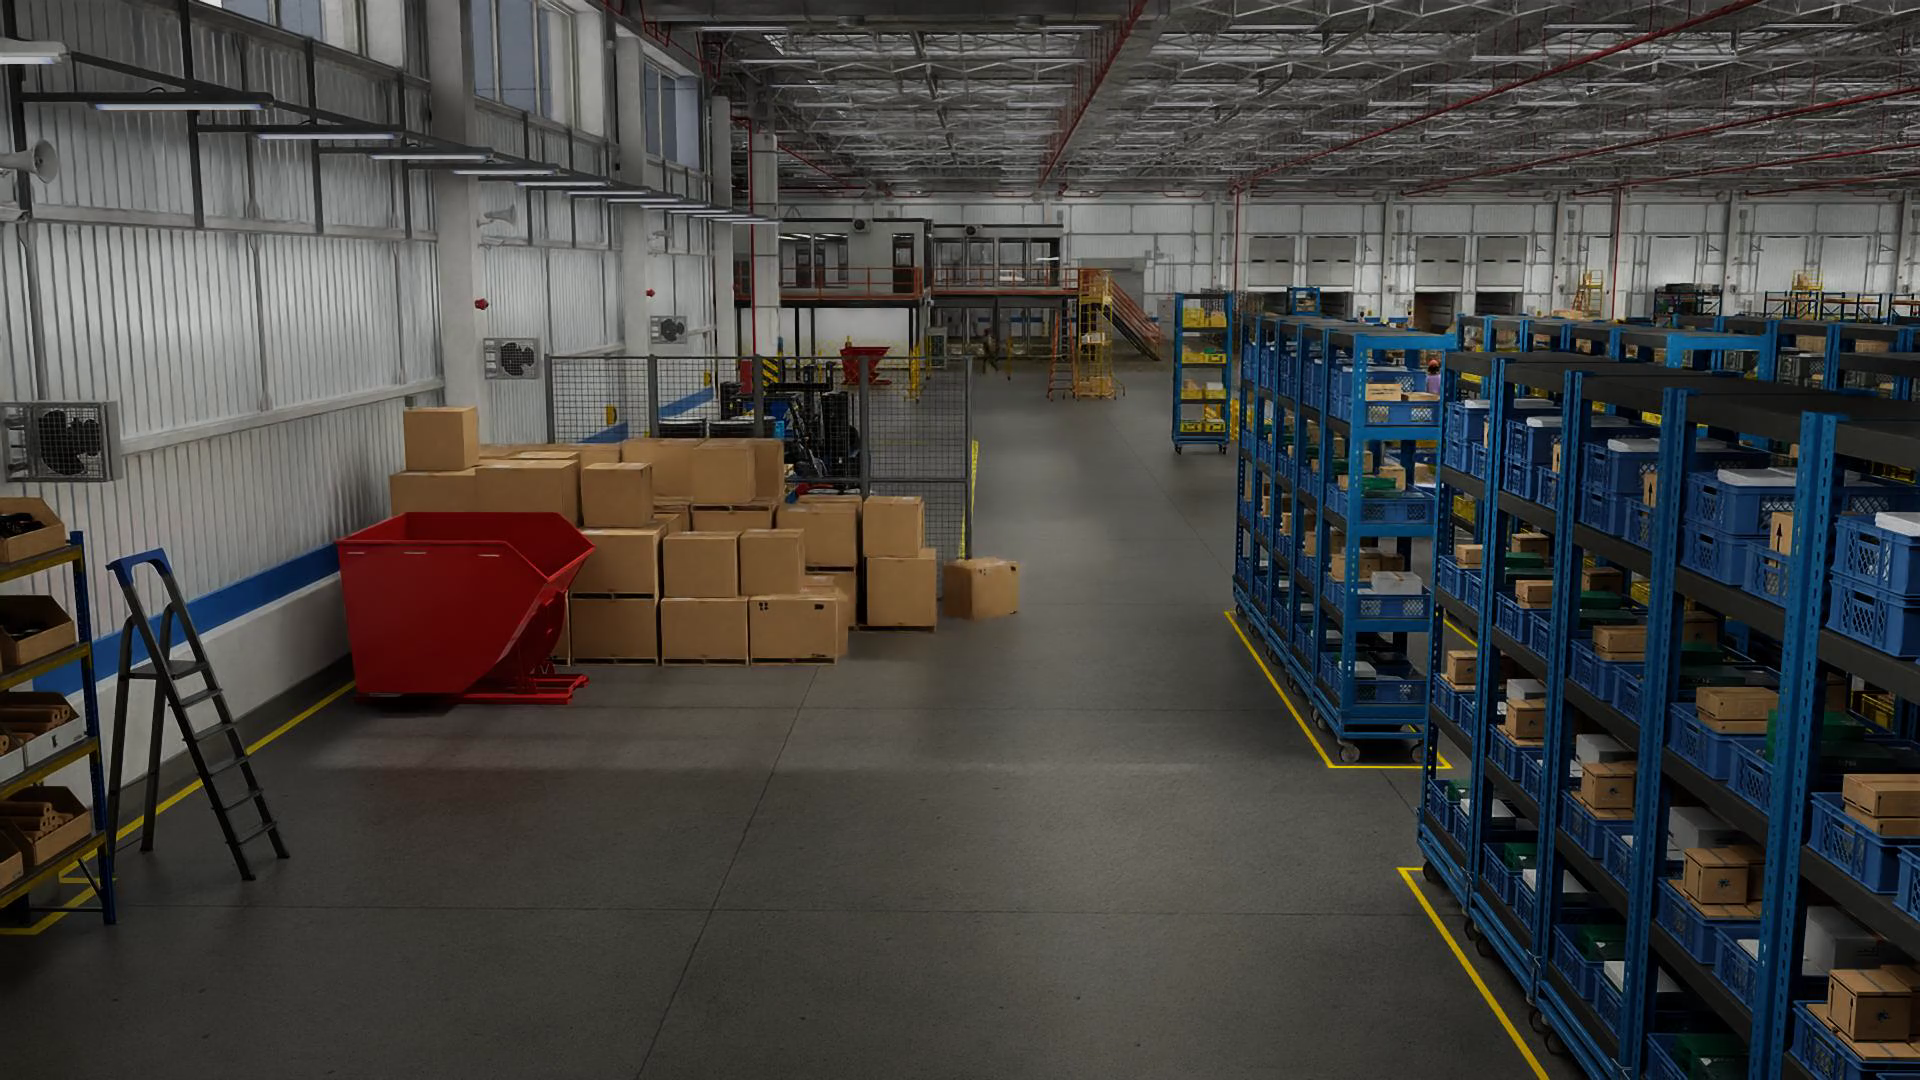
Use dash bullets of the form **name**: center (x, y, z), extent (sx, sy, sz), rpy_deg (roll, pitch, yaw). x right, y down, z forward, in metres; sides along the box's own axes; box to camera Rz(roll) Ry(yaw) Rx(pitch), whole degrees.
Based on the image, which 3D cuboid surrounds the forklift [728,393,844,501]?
- **forklift**: center (-2.979, -1.316, 26.476), extent (2.680, 1.987, 1.157), rpy_deg (0, 9, 1)

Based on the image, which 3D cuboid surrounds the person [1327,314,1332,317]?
- **person**: center (19.494, -11.011, 87.704), extent (0.429, 1.839, 0.622), rpy_deg (4, 10, 21)

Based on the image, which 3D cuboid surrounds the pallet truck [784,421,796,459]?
- **pallet truck**: center (-4.013, -1.793, 32.705), extent (1.601, 1.201, 0.680), rpy_deg (0, 9, 1)

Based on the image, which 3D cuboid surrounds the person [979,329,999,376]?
- **person**: center (1.131, -7.342, 65.106), extent (0.747, 1.829, 0.517), rpy_deg (-6, 11, -31)

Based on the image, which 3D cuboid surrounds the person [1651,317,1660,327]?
- **person**: center (33.540, -9.846, 80.410), extent (0.508, 1.872, 0.329), rpy_deg (7, 11, 36)

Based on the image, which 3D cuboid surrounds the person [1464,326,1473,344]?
- **person**: center (24.827, -9.976, 81.301), extent (0.829, 1.845, 0.592), rpy_deg (-4, 10, -23)

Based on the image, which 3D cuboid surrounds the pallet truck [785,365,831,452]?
- **pallet truck**: center (-3.774, -2.976, 37.635), extent (1.885, 1.965, 0.823), rpy_deg (1, 9, 5)

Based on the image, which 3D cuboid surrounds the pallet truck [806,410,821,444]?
- **pallet truck**: center (-3.559, -2.018, 33.905), extent (1.522, 1.261, 0.704), rpy_deg (0, 9, -1)

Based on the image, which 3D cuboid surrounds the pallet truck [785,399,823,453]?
- **pallet truck**: center (-3.814, -2.432, 36.419), extent (1.630, 1.274, 0.653), rpy_deg (0, 9, 1)

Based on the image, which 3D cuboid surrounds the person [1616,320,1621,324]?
- **person**: center (29.554, -8.880, 74.417), extent (0.609, 1.886, 0.904), rpy_deg (-2, 9, -11)

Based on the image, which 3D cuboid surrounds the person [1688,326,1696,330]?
- **person**: center (34.959, -9.728, 79.508), extent (0.507, 1.925, 0.645), rpy_deg (1, 9, 6)

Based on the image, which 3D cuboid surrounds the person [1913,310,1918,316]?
- **person**: center (52.639, -11.724, 91.775), extent (0.350, 1.941, 0.545), rpy_deg (-3, 10, -20)

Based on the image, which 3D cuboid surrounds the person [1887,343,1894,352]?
- **person**: center (34.574, -6.783, 61.846), extent (0.485, 1.751, 0.544), rpy_deg (1, 9, 9)

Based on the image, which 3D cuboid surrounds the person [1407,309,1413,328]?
- **person**: center (25.592, -12.174, 94.623), extent (0.395, 1.920, 0.585), rpy_deg (5, 11, 30)

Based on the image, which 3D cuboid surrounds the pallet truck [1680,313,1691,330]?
- **pallet truck**: center (36.315, -10.531, 84.244), extent (0.823, 1.965, 1.885), rpy_deg (-6, 11, -33)

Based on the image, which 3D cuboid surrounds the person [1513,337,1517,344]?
- **person**: center (21.138, -7.038, 63.130), extent (1.020, 1.877, 0.590), rpy_deg (1, 9, 6)

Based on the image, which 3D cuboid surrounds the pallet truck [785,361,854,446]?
- **pallet truck**: center (-3.410, -3.193, 38.978), extent (1.885, 1.965, 0.823), rpy_deg (0, 9, -1)

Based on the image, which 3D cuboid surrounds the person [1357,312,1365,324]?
- **person**: center (22.243, -11.736, 92.174), extent (0.430, 1.839, 0.619), rpy_deg (8, 12, 40)

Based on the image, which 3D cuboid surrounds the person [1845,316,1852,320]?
- **person**: center (43.605, -10.123, 82.044), extent (0.607, 1.895, 0.758), rpy_deg (-8, 12, -40)

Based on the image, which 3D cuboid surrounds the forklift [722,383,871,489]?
- **forklift**: center (-2.893, -1.687, 28.729), extent (2.680, 1.987, 1.157), rpy_deg (0, 9, -1)

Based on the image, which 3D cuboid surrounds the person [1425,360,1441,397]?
- **person**: center (10.977, -3.157, 38.649), extent (0.605, 2.033, 0.392), rpy_deg (0, 9, 1)
